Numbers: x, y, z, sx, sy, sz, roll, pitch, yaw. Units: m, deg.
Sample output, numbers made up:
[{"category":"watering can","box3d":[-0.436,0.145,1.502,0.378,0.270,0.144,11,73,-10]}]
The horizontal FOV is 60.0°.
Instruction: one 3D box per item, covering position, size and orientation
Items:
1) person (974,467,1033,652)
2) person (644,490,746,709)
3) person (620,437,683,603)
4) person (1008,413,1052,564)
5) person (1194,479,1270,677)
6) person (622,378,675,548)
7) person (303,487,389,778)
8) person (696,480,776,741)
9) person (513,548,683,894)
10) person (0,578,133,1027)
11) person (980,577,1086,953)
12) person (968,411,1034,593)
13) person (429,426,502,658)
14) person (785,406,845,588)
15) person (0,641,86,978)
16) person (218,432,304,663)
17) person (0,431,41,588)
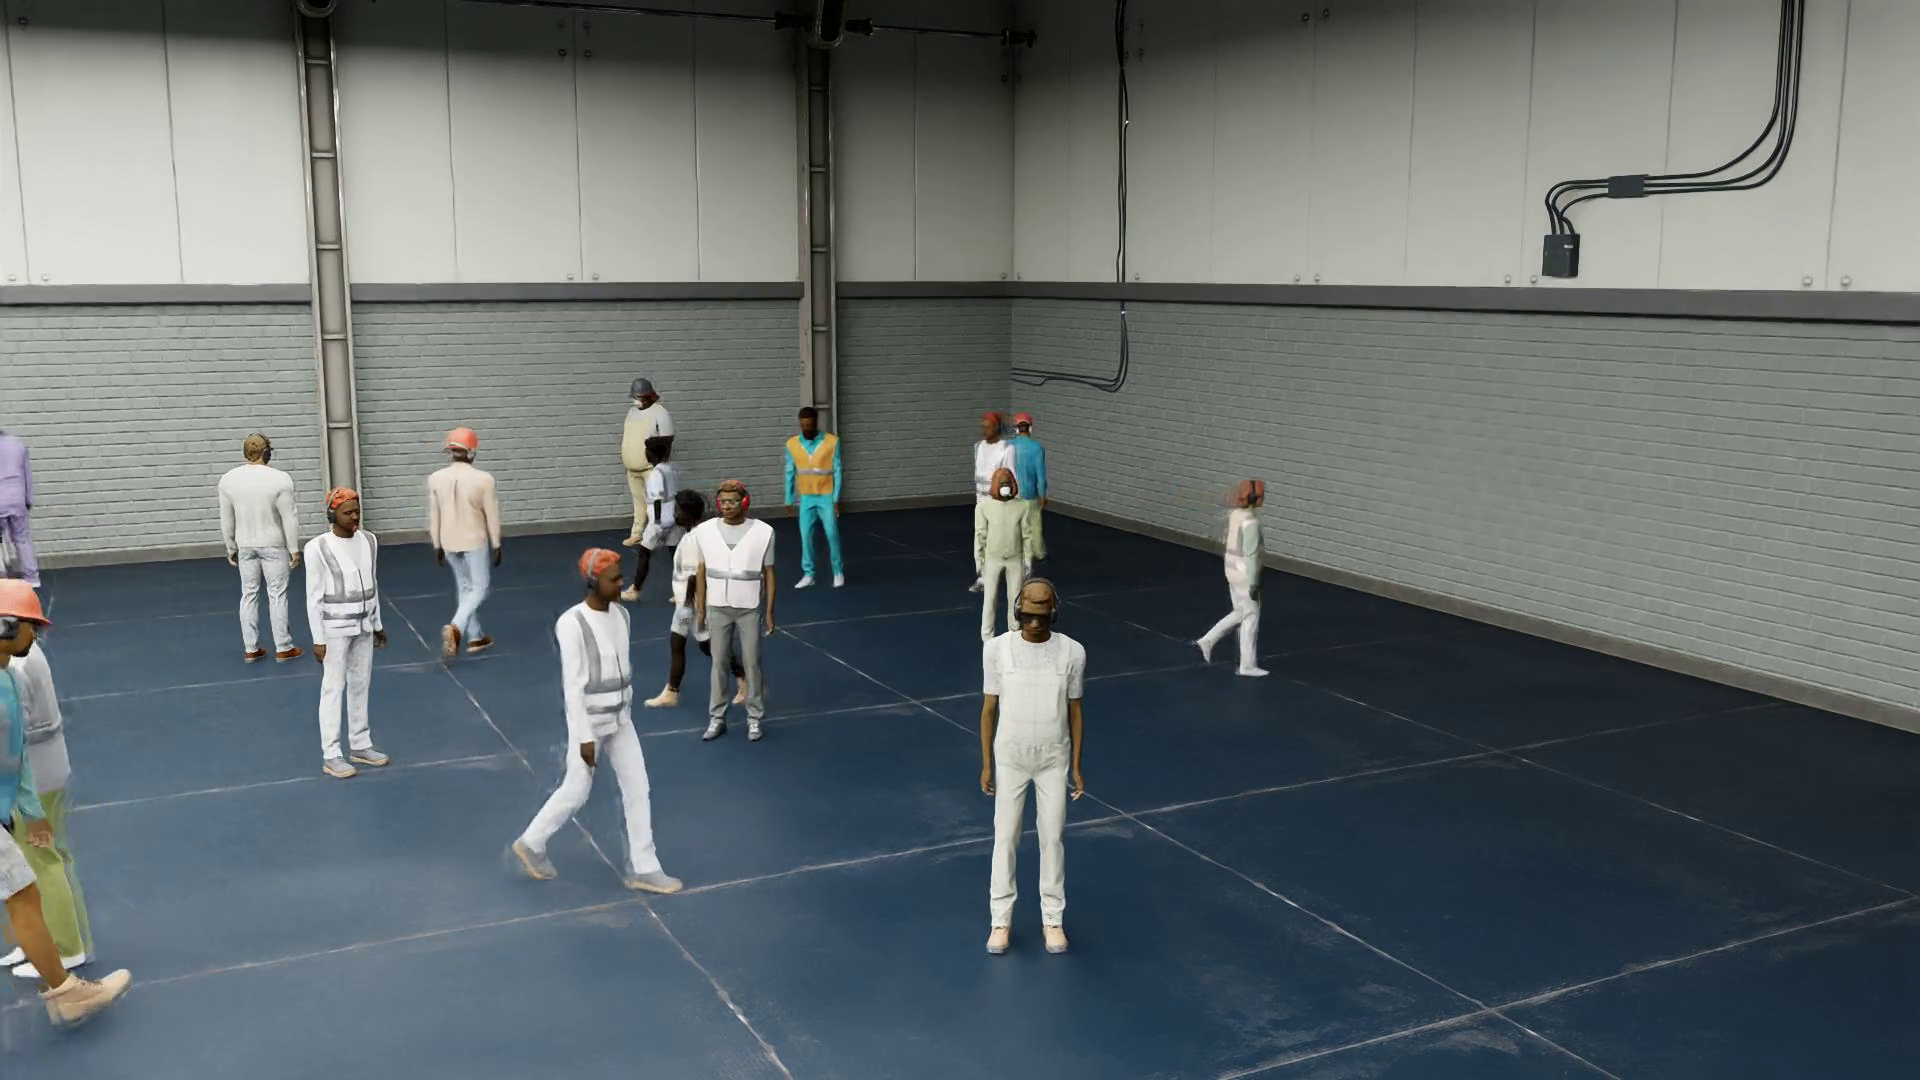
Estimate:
[{"category":"person","box3d":[0.368,0.187,14.157,0.501,1.626,0.280,-2,9,-11]},{"category":"person","box3d":[-1.923,0.447,12.425,0.818,1.668,0.531,-2,9,-13]},{"category":"person","box3d":[-3.020,-0.190,16.374,0.867,1.644,0.543,1,9,8]},{"category":"person","box3d":[0.737,-0.555,18.464,0.608,1.699,0.818,6,11,32]},{"category":"person","box3d":[2.228,0.309,13.379,0.511,1.623,0.534,-2,9,-9]},{"category":"person","box3d":[-3.740,-0.916,19.674,0.673,2.000,0.536,6,11,34]},{"category":"person","box3d":[-4.005,0.589,10.880,0.337,1.882,0.584,4,10,26]},{"category":"person","box3d":[-1.558,0.485,11.636,0.564,1.846,0.391,1,9,5]},{"category":"person","box3d":[-1.959,0.949,8.797,0.928,1.849,0.576,4,10,26]},{"category":"person","box3d":[-4.082,1.166,7.064,0.894,1.970,0.673,-4,10,-24]},{"category":"person","box3d":[0.350,1.079,8.002,0.506,1.840,0.343,0,9,0]},{"category":"person","box3d":[0.422,-0.401,17.095,0.576,1.858,0.760,9,13,43]},{"category":"person","box3d":[-4.200,0.027,14.074,0.631,1.973,0.800,2,9,13]},{"category":"person","box3d":[-1.490,-0.445,17.210,0.664,1.896,0.489,2,9,13]},{"category":"person","box3d":[-4.354,1.101,7.660,0.519,1.899,0.620,-5,10,-28]},{"category":"person","box3d":[-5.835,0.069,13.917,0.636,1.937,0.355,0,9,3]},{"category":"person","box3d":[-9.742,-0.379,16.883,0.407,1.884,0.718,4,10,23]}]
